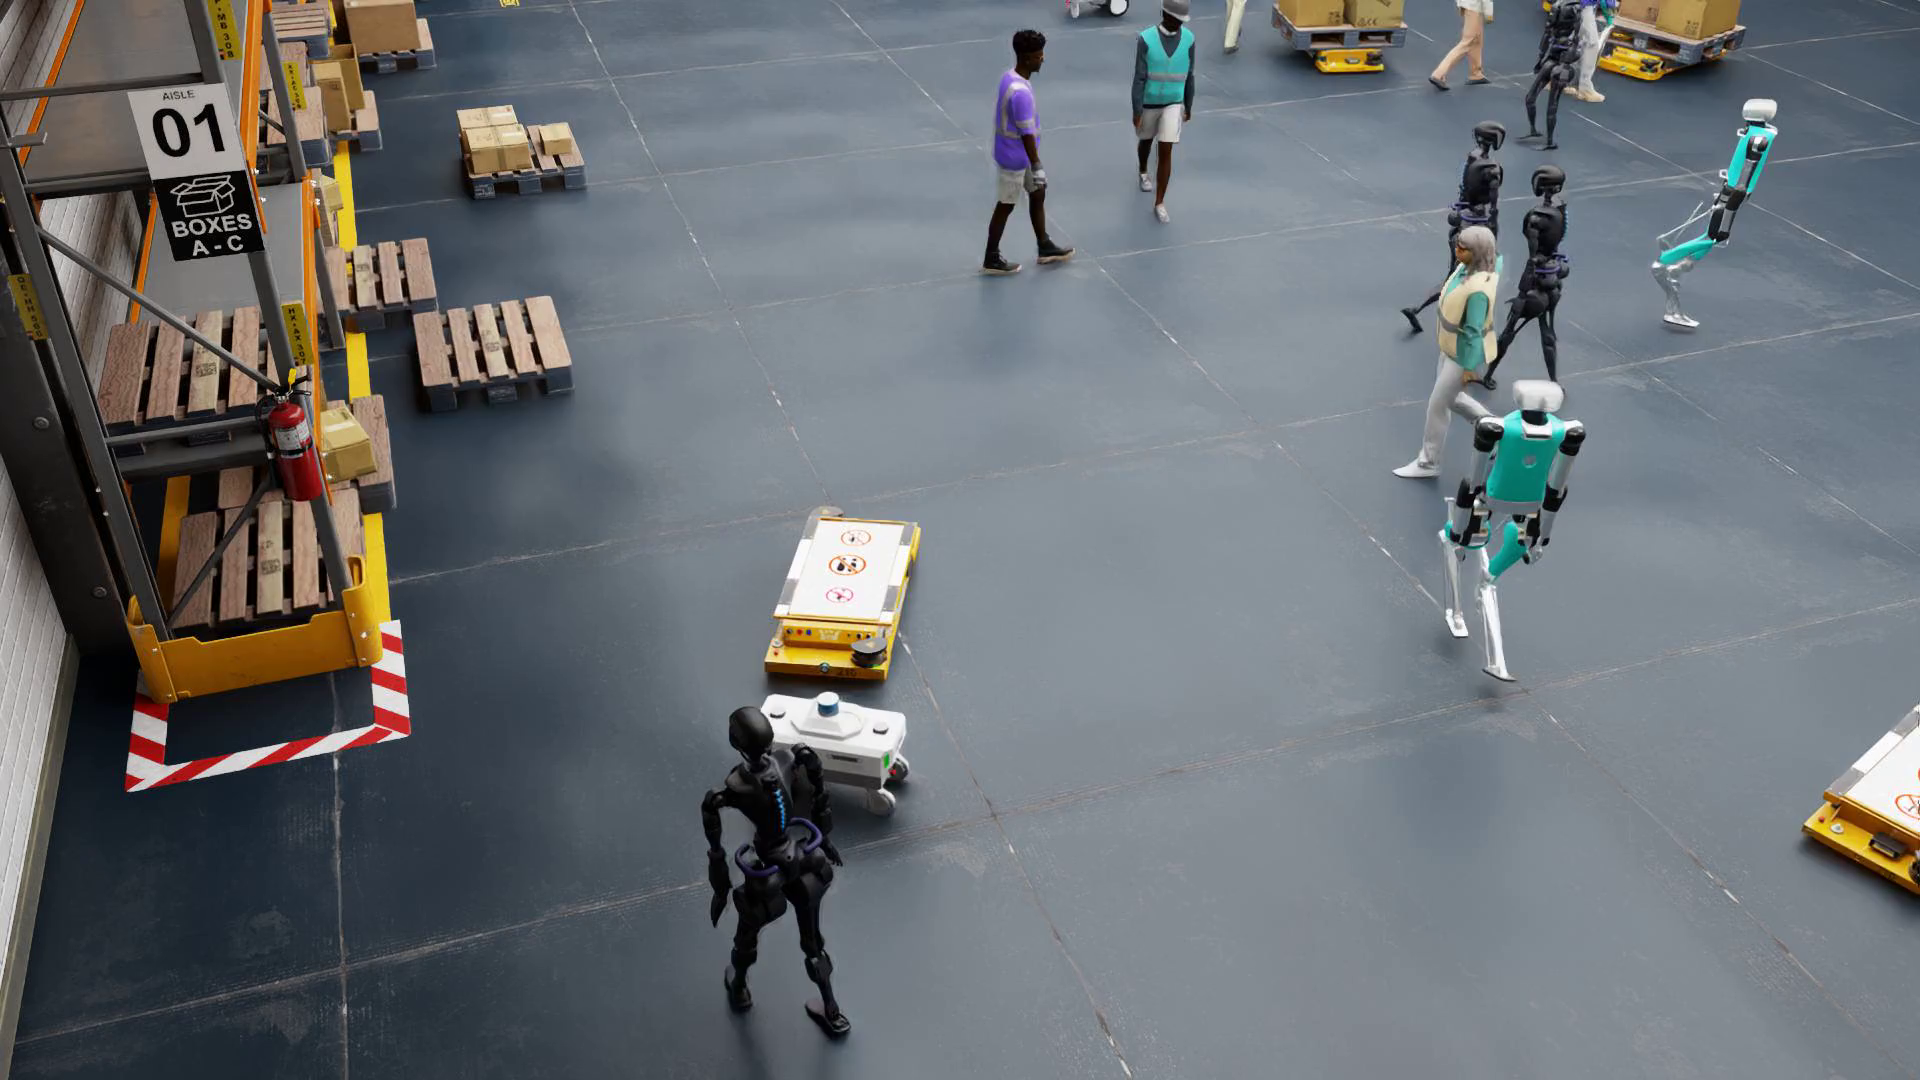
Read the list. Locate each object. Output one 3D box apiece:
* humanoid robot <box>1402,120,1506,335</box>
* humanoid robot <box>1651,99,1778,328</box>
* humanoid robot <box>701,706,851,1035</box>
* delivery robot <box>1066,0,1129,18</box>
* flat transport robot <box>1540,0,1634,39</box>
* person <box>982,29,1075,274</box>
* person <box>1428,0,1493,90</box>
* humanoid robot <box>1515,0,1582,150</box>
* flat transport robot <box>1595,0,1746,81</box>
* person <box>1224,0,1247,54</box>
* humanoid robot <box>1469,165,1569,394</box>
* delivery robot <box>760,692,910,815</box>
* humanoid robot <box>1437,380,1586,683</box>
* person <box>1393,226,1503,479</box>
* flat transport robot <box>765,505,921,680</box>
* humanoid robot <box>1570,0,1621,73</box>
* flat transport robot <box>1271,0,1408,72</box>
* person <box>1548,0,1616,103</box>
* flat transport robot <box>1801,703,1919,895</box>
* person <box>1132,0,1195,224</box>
[{"bbox_3d":[3.649,-2.234,12.011,0.630,1.633,0.593,-4,33,-6],"label":"humanoid robot"},{"bbox_3d":[5.372,-2.286,12.123,0.717,1.904,0.544,13,35,19],"label":"humanoid robot"},{"bbox_3d":[-0.731,1.289,6.613,0.602,1.629,0.615,-23,40,-31],"label":"humanoid robot"},{"bbox_3d":[1.574,-6.427,19.449,0.760,0.588,0.521,-9,34,-13],"label":"delivery robot"},{"bbox_3d":[7.379,-6.022,19.094,0.659,0.231,1.431,-8,34,-12],"label":"flat transport robot"},{"bbox_3d":[0.576,-2.978,12.896,0.865,1.929,0.630,0,33,0],"label":"person"},{"bbox_3d":[5.190,-5.391,16.864,0.760,1.646,0.475,-5,34,-8],"label":"person"},{"bbox_3d":[5.517,-4.422,15.361,0.340,1.651,0.612,-5,33,-7],"label":"humanoid robot"},{"bbox_3d":[7.550,-5.230,17.880,1.431,0.231,0.659,-23,40,-31],"label":"flat transport robot"},{"bbox_3d":[3.095,-6.261,18.064,0.577,1.794,0.881,17,37,24],"label":"person"},{"bbox_3d":[3.909,-1.755,11.283,0.628,1.632,0.612,21,39,29],"label":"humanoid robot"},{"bbox_3d":[-0.635,0.996,8.060,0.783,0.584,0.499,7,34,11],"label":"delivery robot"},{"bbox_3d":[2.797,-0.116,8.679,0.547,1.744,0.957,1,33,1],"label":"humanoid robot"},{"bbox_3d":[3.166,-1.148,10.323,0.671,1.690,0.474,1,33,2],"label":"person"},{"bbox_3d":[-0.640,0.278,9.432,0.659,0.231,1.431,4,33,5],"label":"flat transport robot"},{"bbox_3d":[6.674,-5.691,17.288,0.535,1.850,0.649,21,39,29],"label":"humanoid robot"},{"bbox_3d":[4.089,-5.398,18.138,0.659,0.231,1.431,-3,33,-5],"label":"flat transport robot"},{"bbox_3d":[6.371,-5.329,16.596,0.755,1.836,0.467,21,38,28],"label":"person"},{"bbox_3d":[4.730,1.202,8.015,1.431,0.231,0.659,-25,41,-33],"label":"flat transport robot"},{"bbox_3d":[1.716,-3.745,14.155,0.554,1.891,0.995,-1,33,-2],"label":"person"}]
